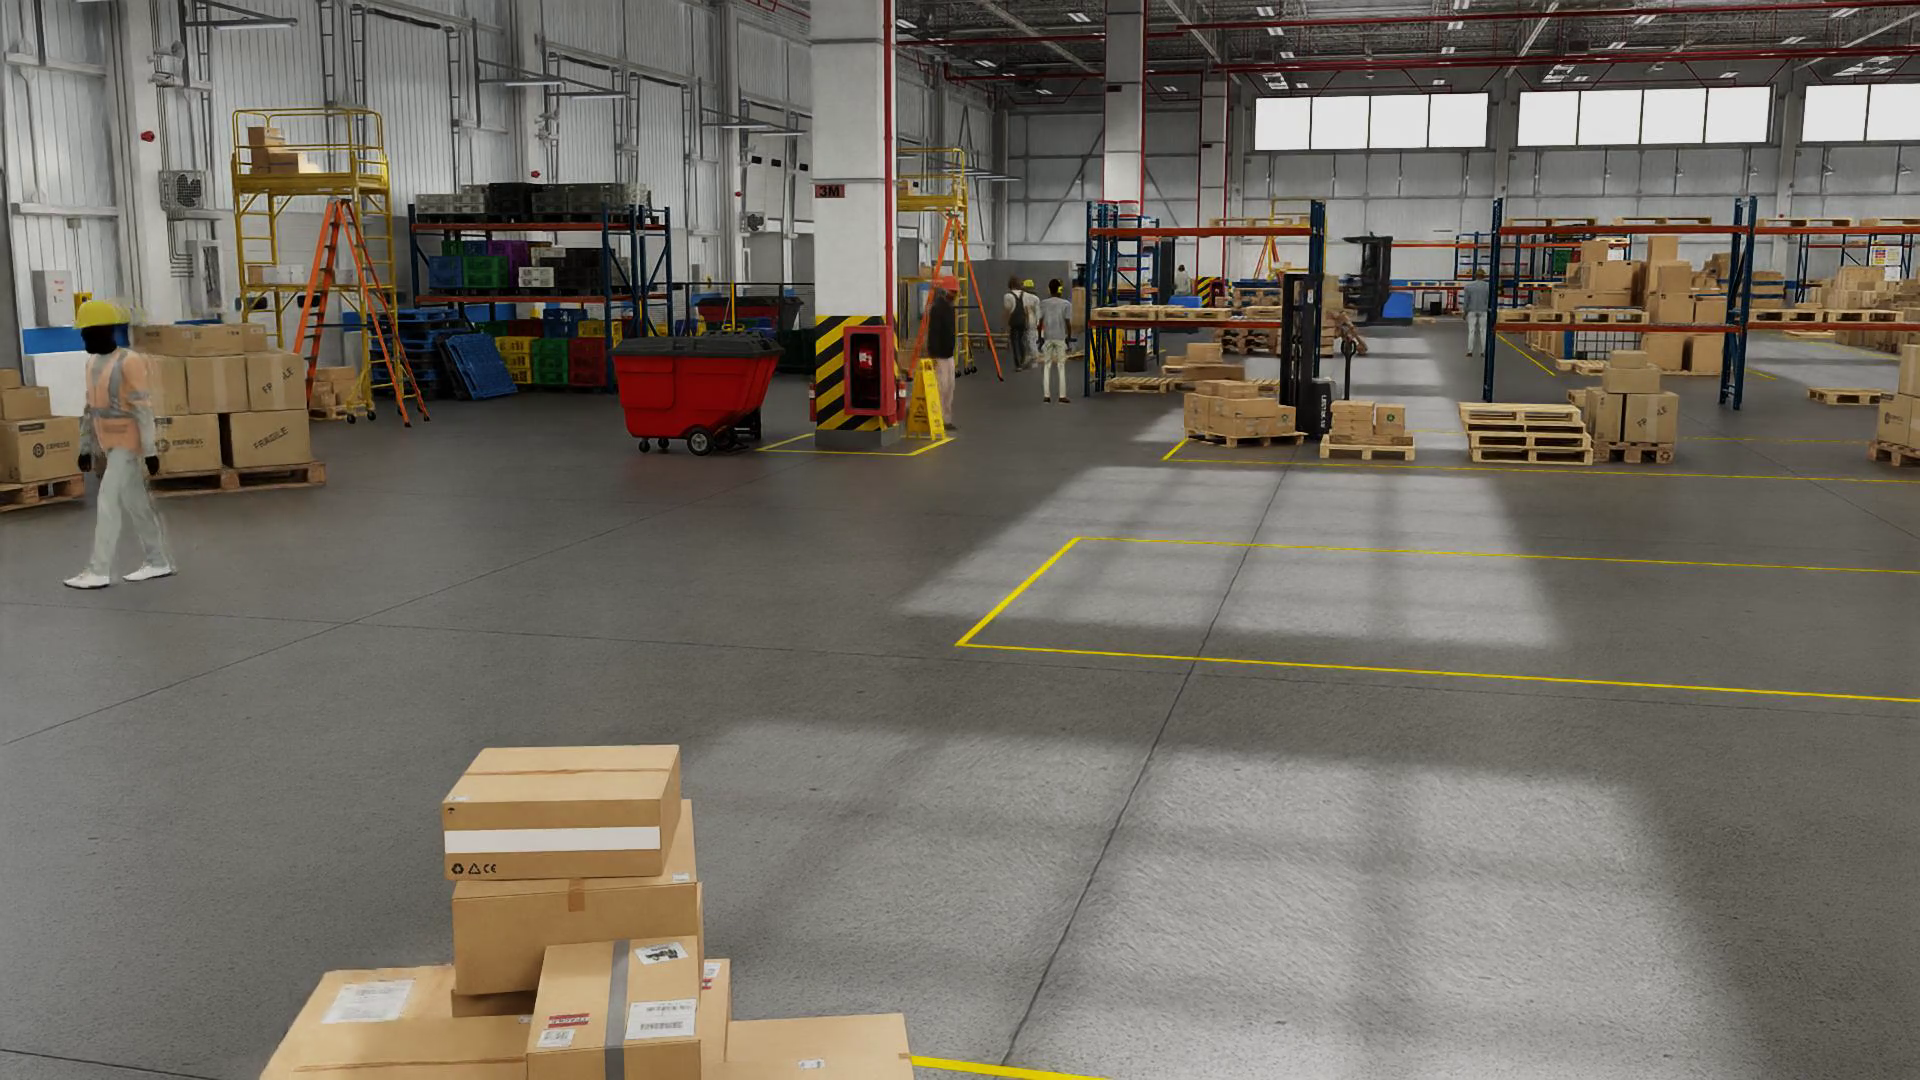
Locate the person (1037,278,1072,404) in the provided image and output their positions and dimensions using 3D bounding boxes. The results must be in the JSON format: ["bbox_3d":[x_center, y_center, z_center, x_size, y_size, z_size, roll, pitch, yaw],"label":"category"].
[{"bbox_3d":[1.414,-2.965,24.850,0.526,1.864,0.315,3,10,15],"label":"person"}]

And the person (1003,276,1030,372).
[{"bbox_3d":[1.053,-4.113,31.729,0.542,1.819,0.541,-5,11,-26],"label":"person"}]

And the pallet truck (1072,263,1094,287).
[{"bbox_3d":[4.325,-8.180,55.162,0.823,1.965,1.885,6,11,31],"label":"pallet truck"}]

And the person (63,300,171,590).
[{"bbox_3d":[-5.653,-0.620,10.948,0.625,1.889,0.879,8,12,38],"label":"person"}]

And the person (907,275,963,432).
[{"bbox_3d":[-0.265,-2.325,20.781,0.629,1.966,0.641,4,11,24],"label":"person"}]

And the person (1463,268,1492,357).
[{"bbox_3d":[11.339,-4.967,36.416,0.633,1.938,0.356,3,10,15],"label":"person"}]

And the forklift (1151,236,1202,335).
[{"bbox_3d":[5.866,-7.214,46.878,1.873,2.768,1.129,2,10,14],"label":"forklift"}]

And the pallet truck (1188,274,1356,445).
[{"bbox_3d":[3.653,-2.138,19.590,1.885,1.965,0.823,-4,10,-20],"label":"pallet truck"}]

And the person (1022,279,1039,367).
[{"bbox_3d":[1.353,-4.309,33.124,0.490,1.740,0.321,3,10,15],"label":"person"}]

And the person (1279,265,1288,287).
[{"bbox_3d":[11.961,-9.168,61.197,0.548,1.919,0.586,-1,10,-8],"label":"person"}]

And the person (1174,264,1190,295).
[{"bbox_3d":[7.789,-8.739,58.626,0.633,1.938,0.356,3,10,15],"label":"person"}]

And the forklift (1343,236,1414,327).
[{"bbox_3d":[13.080,-8.043,51.759,1.873,2.768,1.129,-2,10,-12],"label":"forklift"}]
